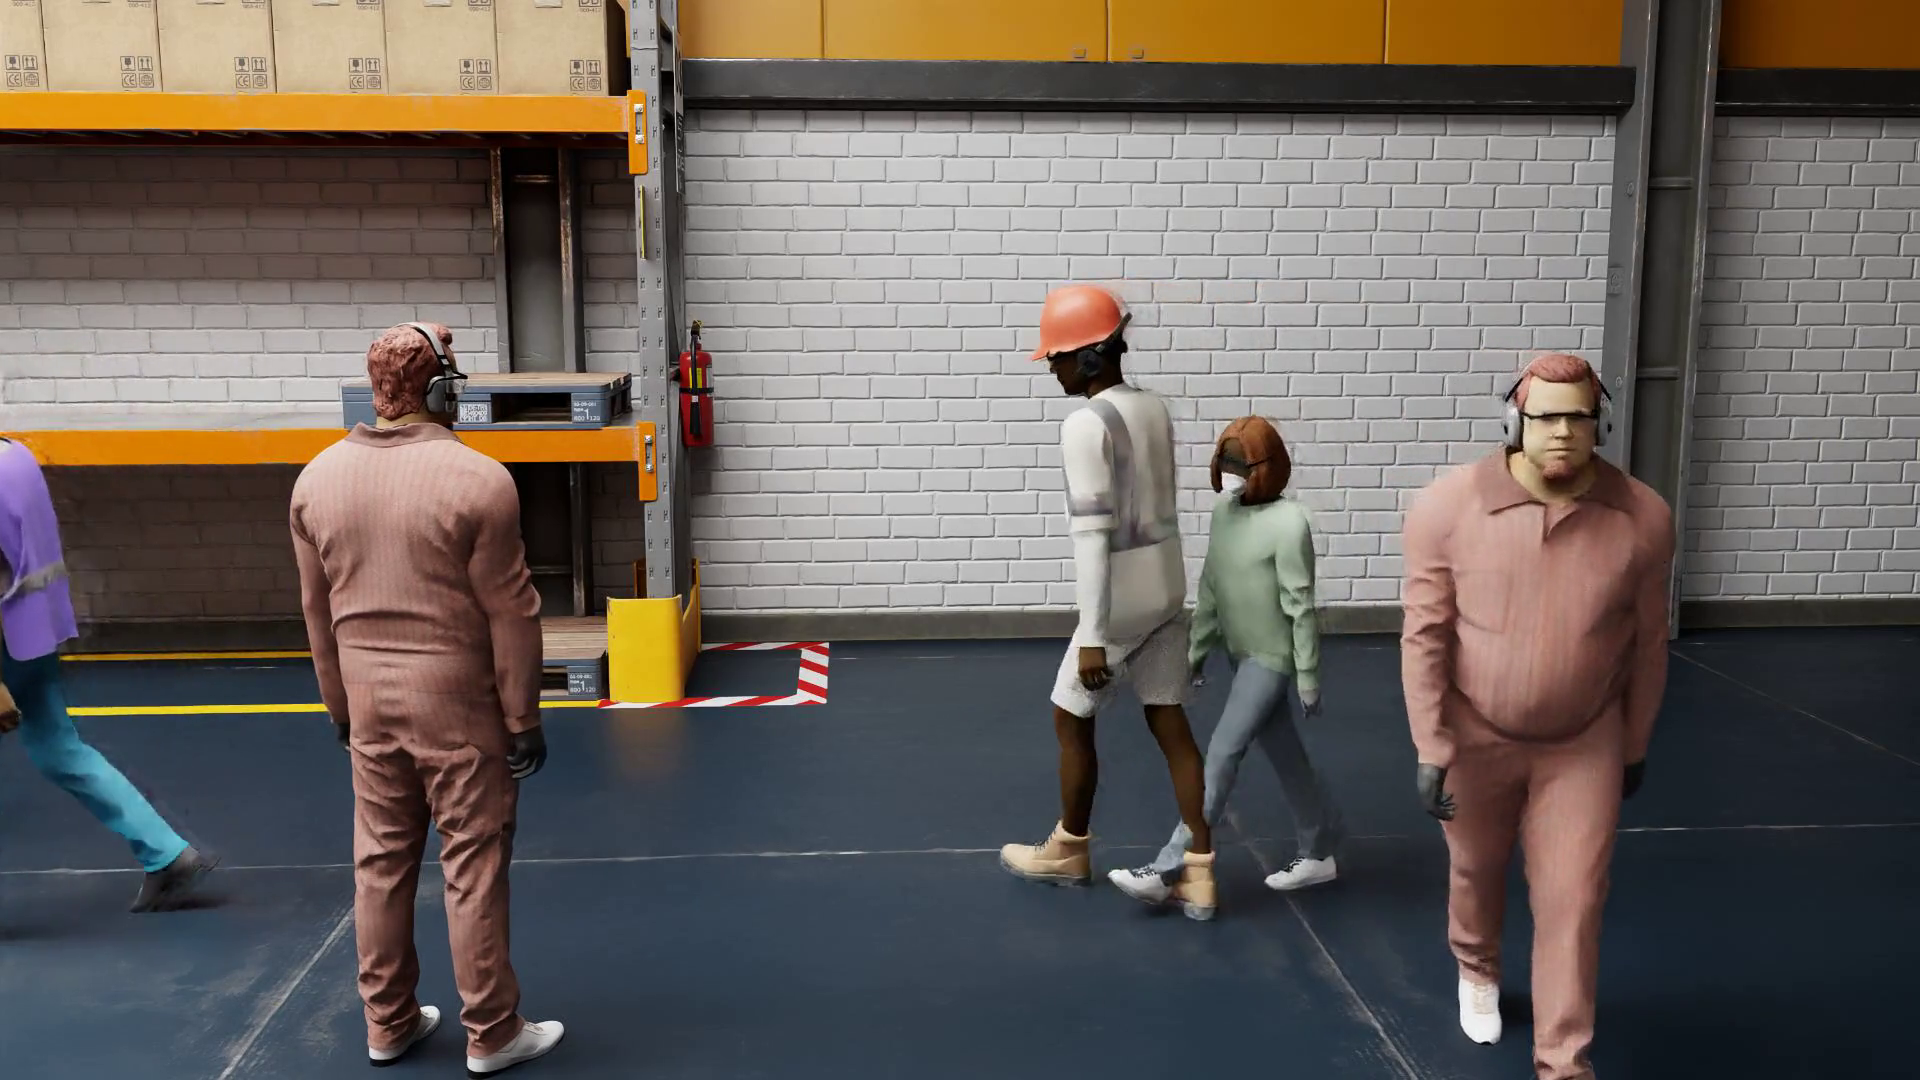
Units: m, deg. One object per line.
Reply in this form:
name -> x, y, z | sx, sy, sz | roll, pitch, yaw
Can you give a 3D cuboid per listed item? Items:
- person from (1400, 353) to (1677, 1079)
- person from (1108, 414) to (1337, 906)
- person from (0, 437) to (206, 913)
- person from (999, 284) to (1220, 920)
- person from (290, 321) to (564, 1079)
person -> 1.390, 0.466, 4.056 | 0.624, 1.851, 1.025 | 2, 9, 14
person -> 0.872, 0.400, 5.309 | 0.886, 1.556, 0.530 | -3, 10, -18
person -> -2.850, 0.329, 5.042 | 0.918, 1.810, 0.582 | -1, 9, -9
person -> 0.468, 0.194, 5.295 | 0.899, 1.980, 0.725 | 6, 11, 35
person -> -1.325, 0.410, 4.204 | 0.643, 1.909, 0.410 | 3, 9, 16
